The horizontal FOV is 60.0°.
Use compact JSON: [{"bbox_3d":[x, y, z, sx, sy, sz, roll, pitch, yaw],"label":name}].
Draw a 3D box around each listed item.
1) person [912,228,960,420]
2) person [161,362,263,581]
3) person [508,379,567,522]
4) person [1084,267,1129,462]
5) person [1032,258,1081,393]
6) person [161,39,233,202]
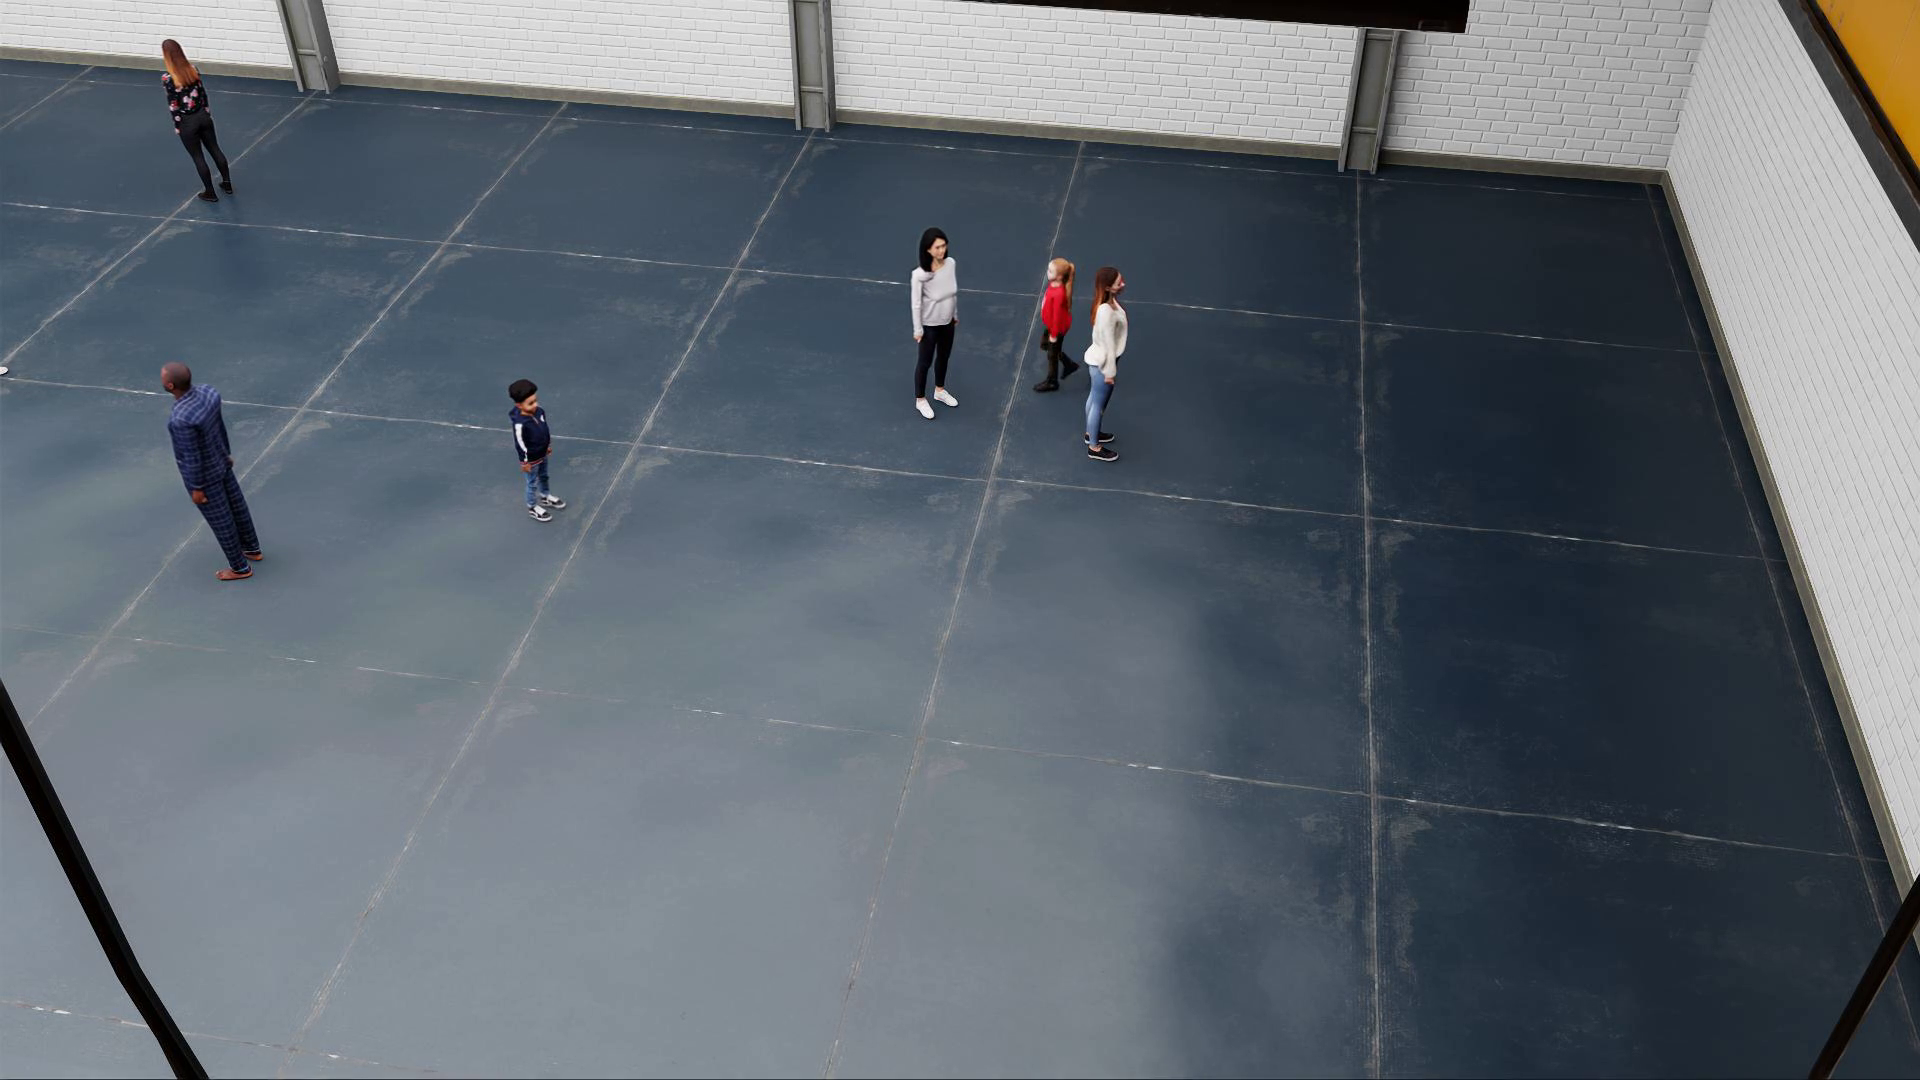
[{"bbox_3d":[-0.204,-1.826,13.820,0.705,1.700,0.737,-30,48,-32],"label":"person"},{"bbox_3d":[-5.452,-0.512,12.075,0.602,1.824,0.670,5,39,6],"label":"person"},{"bbox_3d":[-3.287,-0.709,12.803,0.532,1.222,0.551,15,41,18],"label":"person"},{"bbox_3d":[1.149,-1.428,13.328,0.591,1.691,0.646,1,39,1],"label":"person"},{"bbox_3d":[0.868,-1.834,14.168,0.679,1.277,0.569,-1,39,-1],"label":"person"},{"bbox_3d":[-7.786,-4.268,16.892,0.626,1.683,0.646,21,43,24],"label":"person"}]
